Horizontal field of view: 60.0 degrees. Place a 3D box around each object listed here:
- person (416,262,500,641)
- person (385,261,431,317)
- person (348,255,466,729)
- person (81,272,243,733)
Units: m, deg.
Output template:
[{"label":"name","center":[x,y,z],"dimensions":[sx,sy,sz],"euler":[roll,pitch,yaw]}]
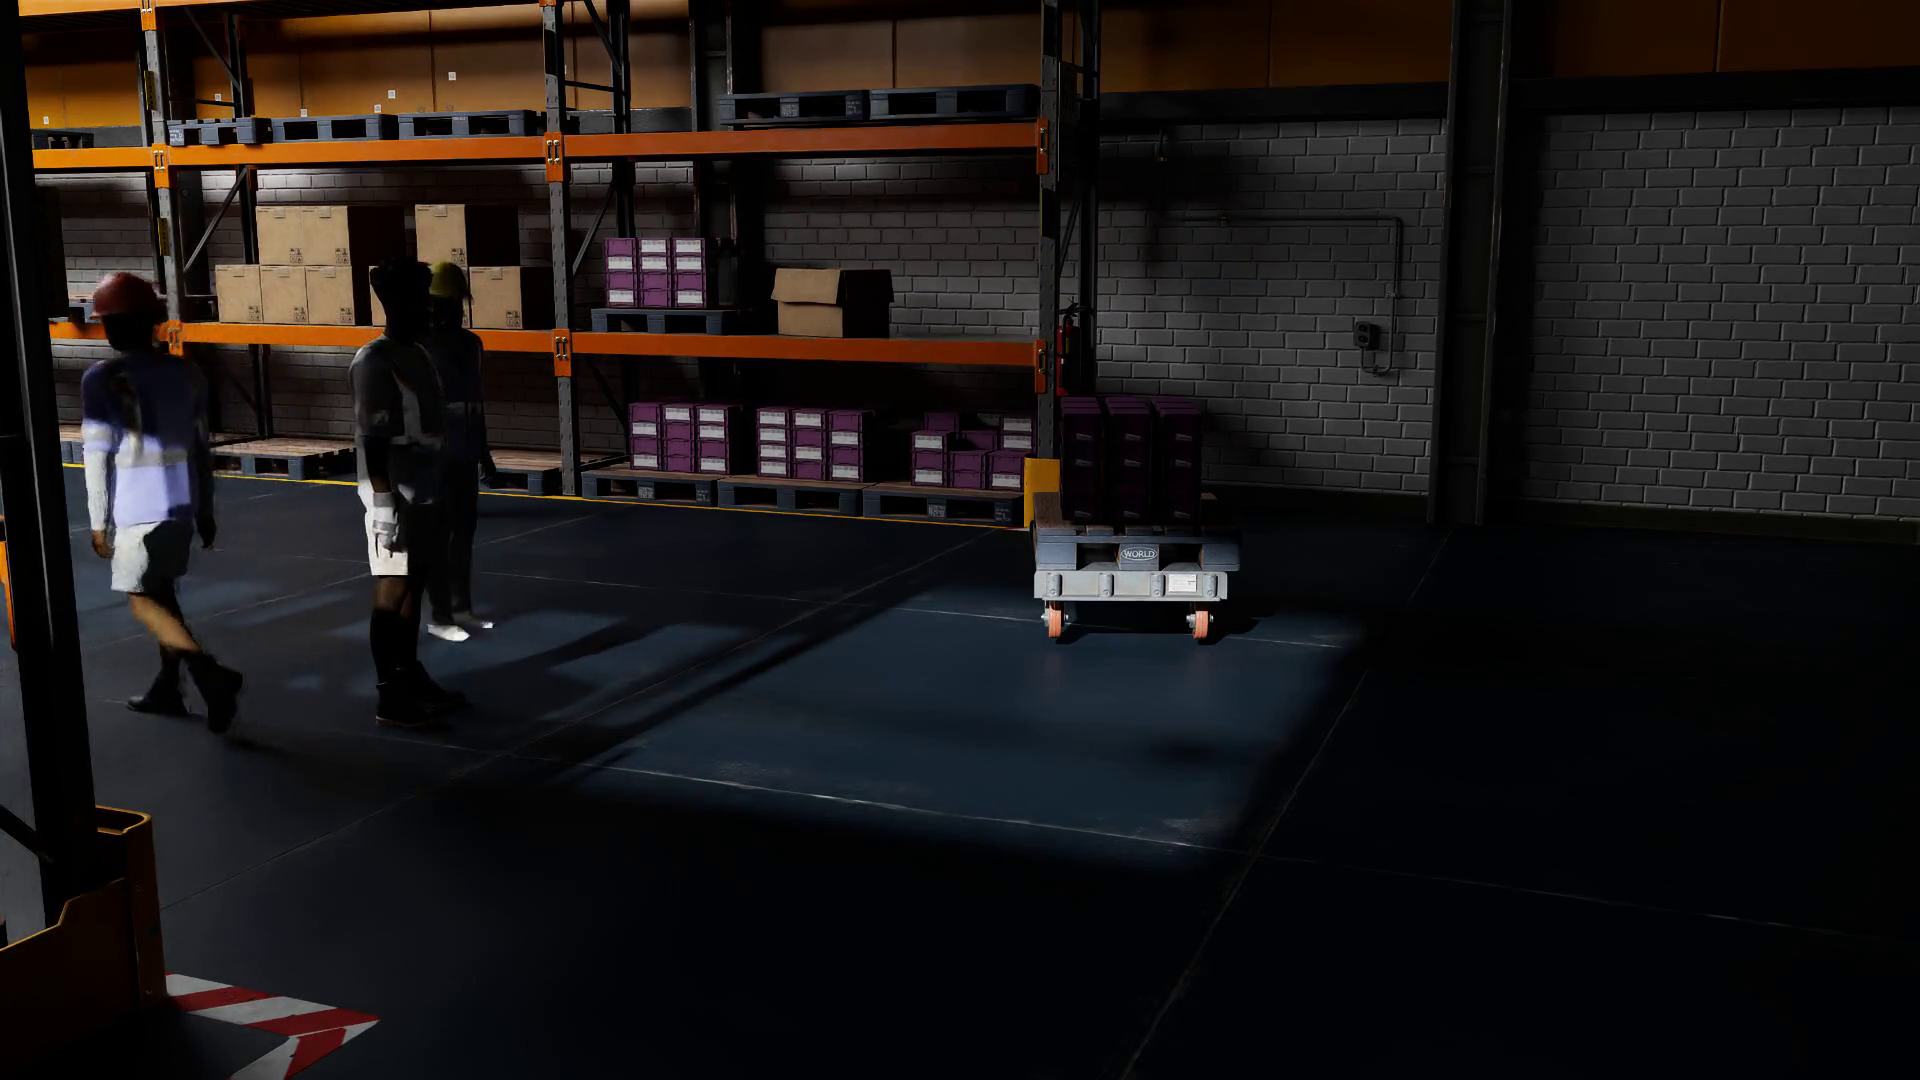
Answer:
[{"label":"person","center":[-2.604,-0.446,8.541],"dimensions":[0.452,1.922,0.628],"euler":[5,11,25]},{"label":"person","center":[-3.925,-1.097,12.203],"dimensions":[0.572,1.886,0.355],"euler":[5,12,28]},{"label":"person","center":[-2.330,-0.203,7.001],"dimensions":[0.368,1.965,0.609],"euler":[0,10,2]},{"label":"person","center":[-3.268,-0.140,6.843],"dimensions":[0.800,1.914,0.544],"euler":[5,11,25]}]
